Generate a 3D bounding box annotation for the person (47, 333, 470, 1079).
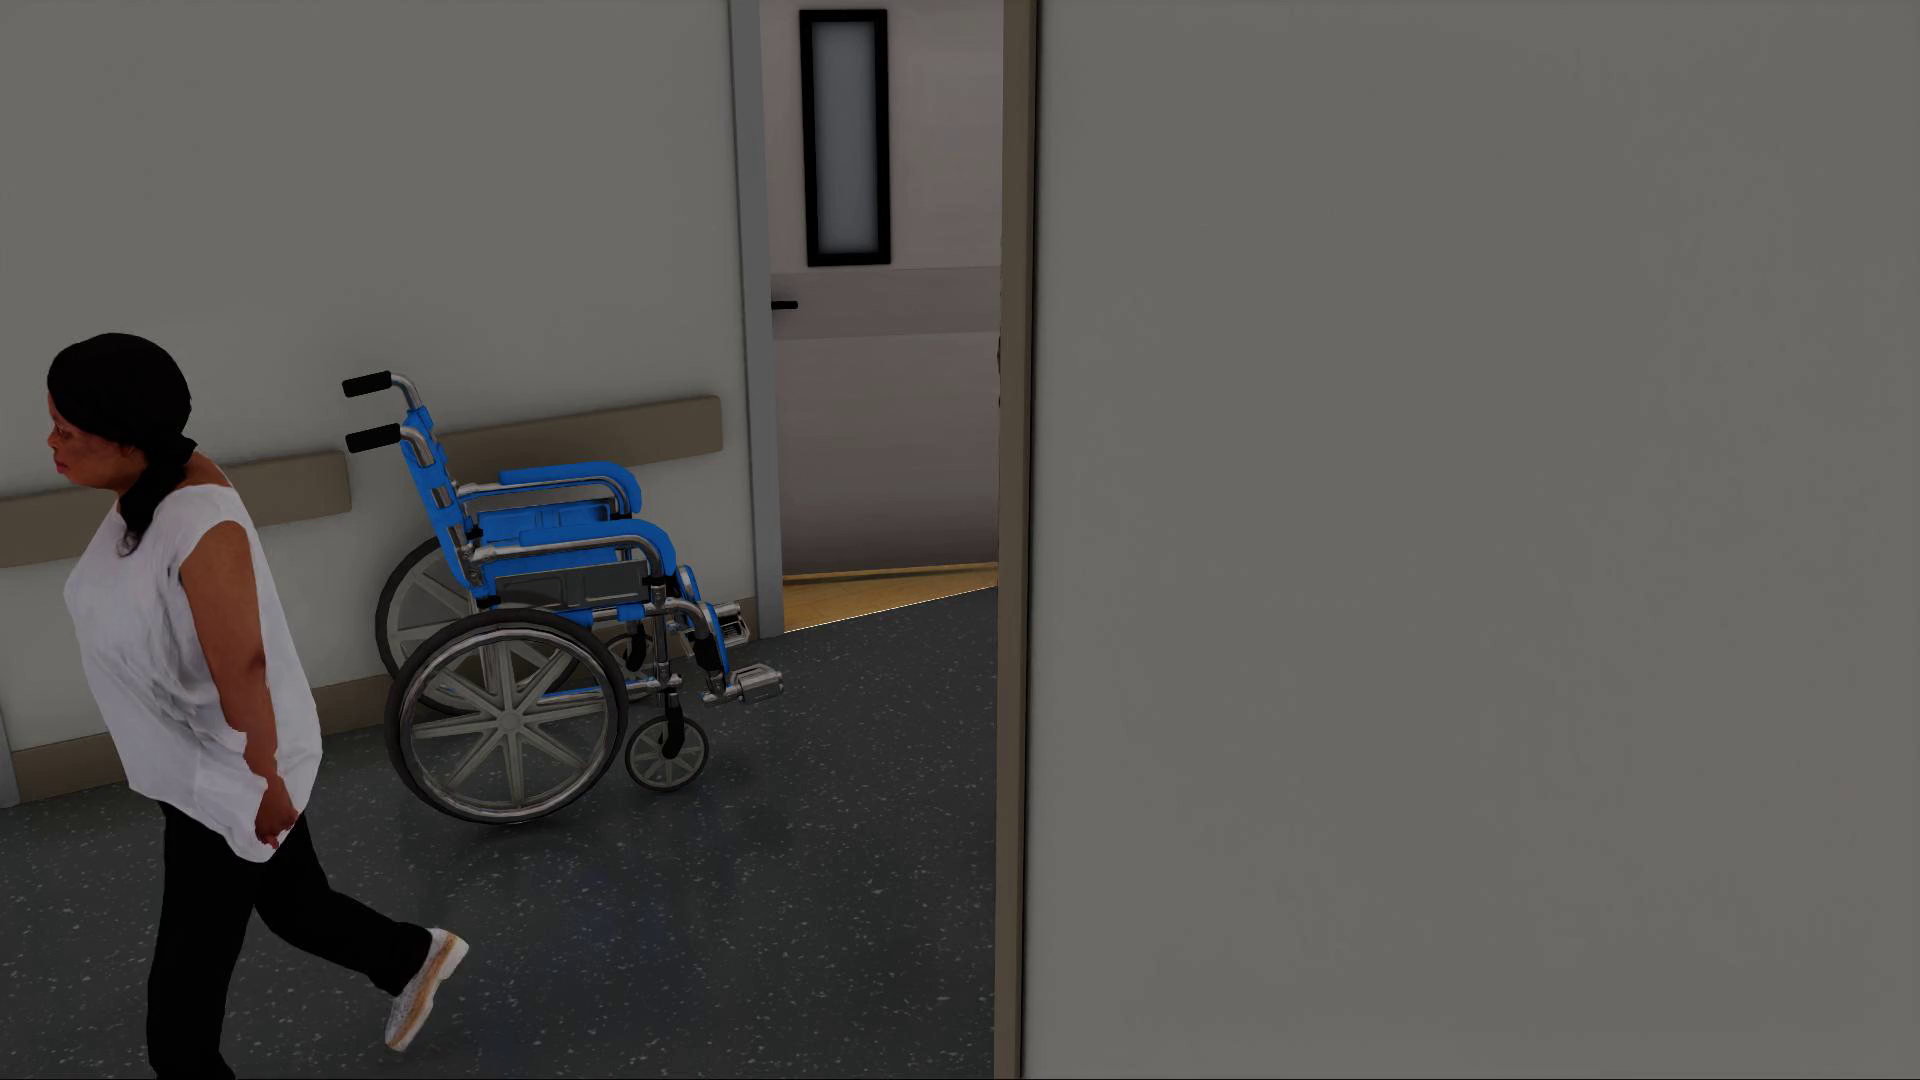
[{"bbox_3d":[-1.391,0.409,3.269,0.996,1.662,0.655,-11,23,-27],"label":"person"}]
